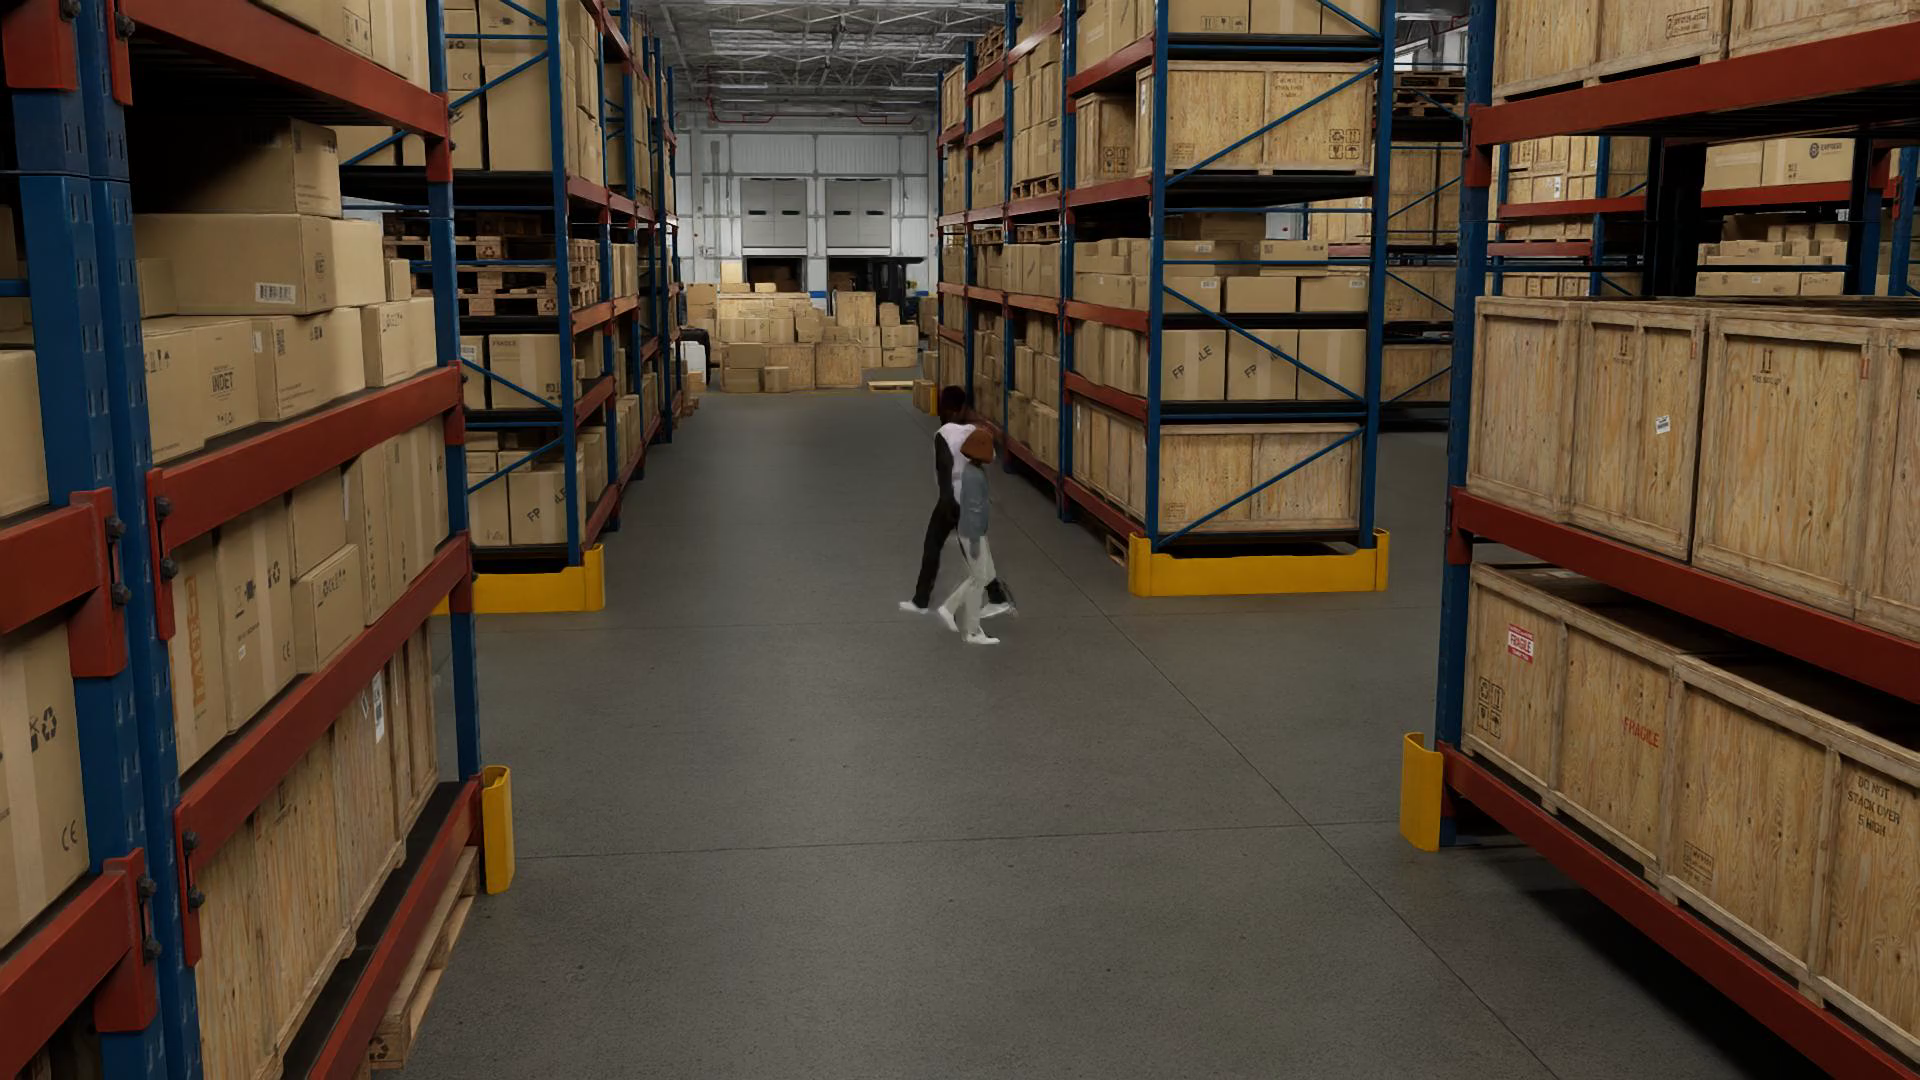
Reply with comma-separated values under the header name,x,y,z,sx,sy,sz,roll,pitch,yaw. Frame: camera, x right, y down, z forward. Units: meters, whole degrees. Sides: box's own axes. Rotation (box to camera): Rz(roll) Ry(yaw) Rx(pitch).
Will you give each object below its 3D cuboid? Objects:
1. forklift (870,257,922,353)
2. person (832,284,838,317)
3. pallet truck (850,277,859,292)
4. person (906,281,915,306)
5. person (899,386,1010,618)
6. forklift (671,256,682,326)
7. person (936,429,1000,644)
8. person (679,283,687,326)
name,x,y,z,sx,sy,sz,roll,pitch,yaw
forklift,-2.190,-6.798,48.143,1.873,2.768,1.129,-8,13,-39
person,-5.330,-10.142,71.220,0.309,1.639,0.514,-1,10,-6
pallet truck,-3.782,-9.391,65.808,1.885,1.965,0.823,2,10,10
person,-1.970,-8.765,62.397,0.691,1.912,0.627,-7,12,-34
person,-0.012,-0.301,13.317,0.959,1.861,0.640,6,11,30
forklift,-11.354,-9.571,64.286,1.129,2.768,1.873,-1,10,-7
person,0.088,-0.025,12.358,0.415,1.618,0.523,0,10,2
person,-9.454,-7.752,56.434,0.631,1.940,0.372,4,11,23
